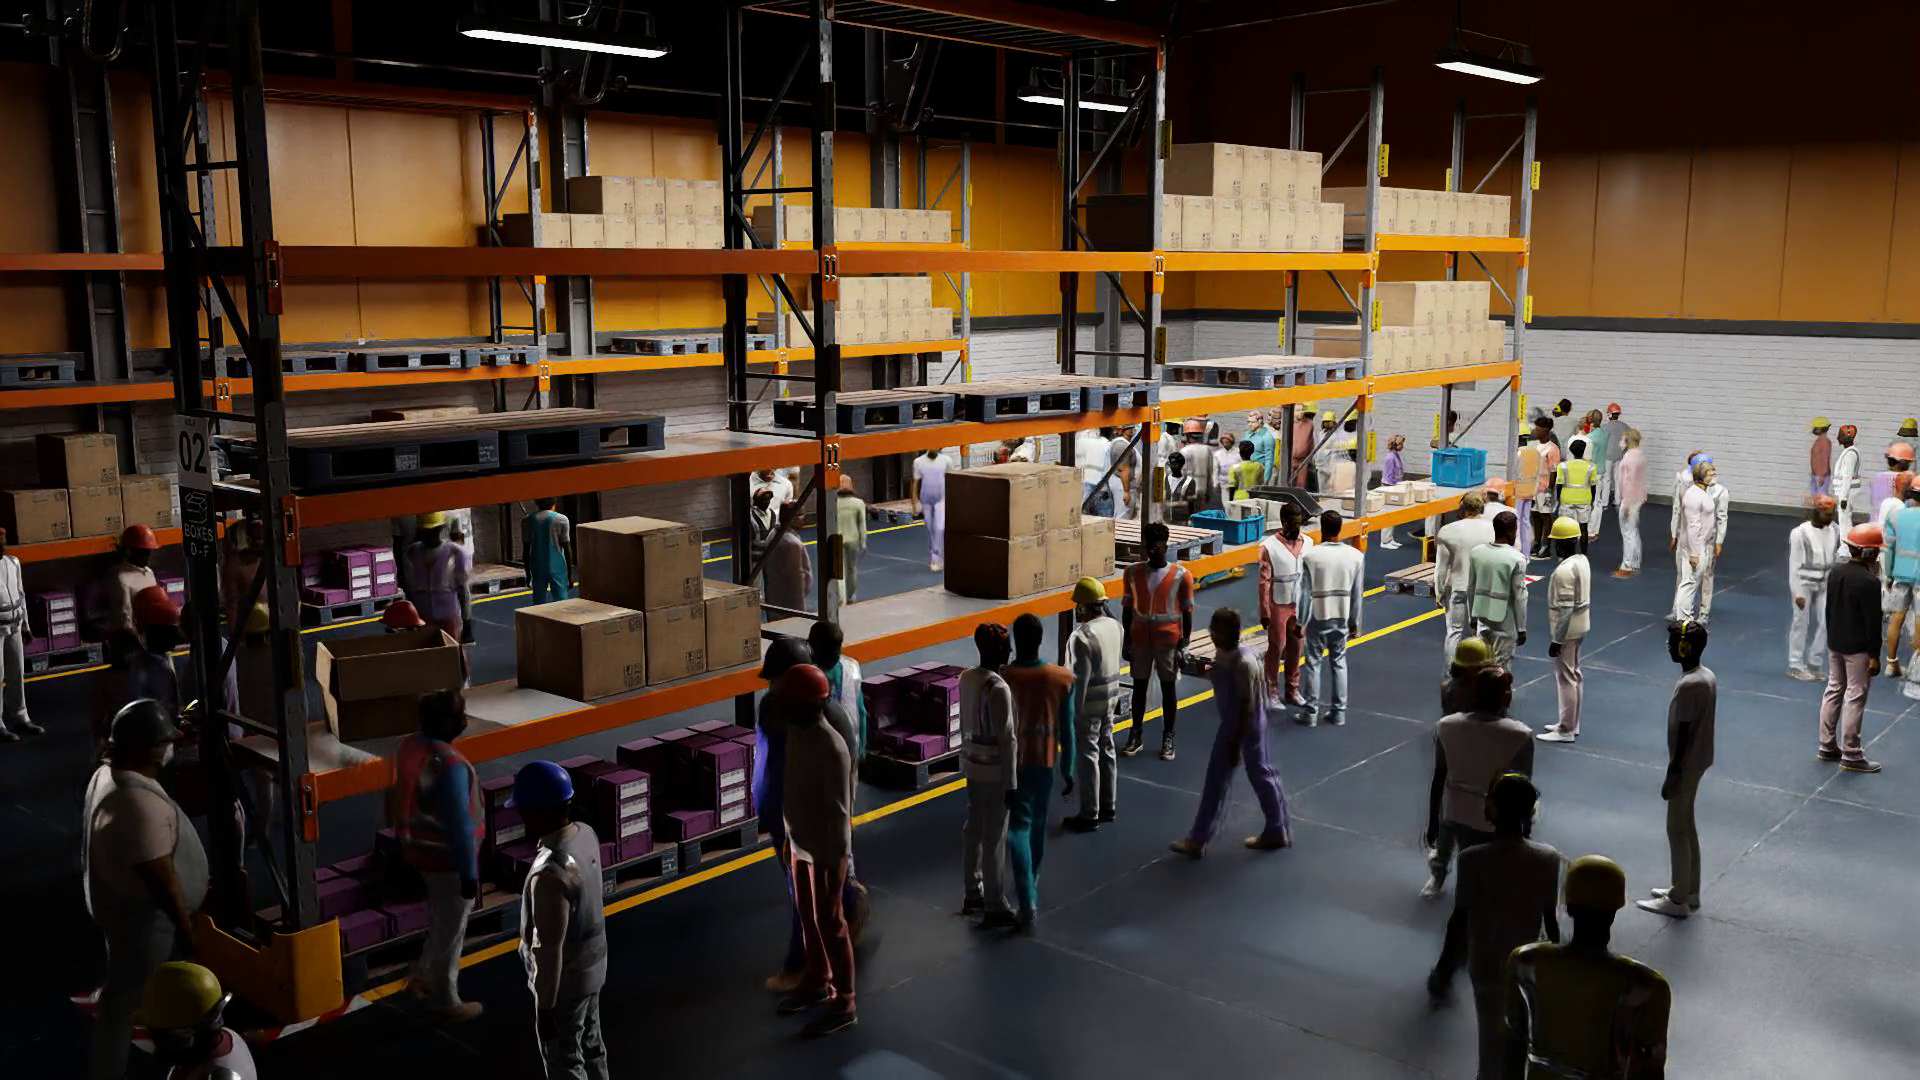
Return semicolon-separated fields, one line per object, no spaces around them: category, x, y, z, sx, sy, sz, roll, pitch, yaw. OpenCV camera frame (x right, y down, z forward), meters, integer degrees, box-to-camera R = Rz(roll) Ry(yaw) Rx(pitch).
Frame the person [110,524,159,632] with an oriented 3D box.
person;-6.536;0.859;13.298;0.392;1.990;0.614;-1;10;-5

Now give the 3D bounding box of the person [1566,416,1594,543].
person;8.967;-0.876;24.121;0.382;1.838;0.571;-1;10;-7

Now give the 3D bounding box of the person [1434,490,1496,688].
person;4.795;0.495;15.678;0.634;1.931;0.359;3;10;16

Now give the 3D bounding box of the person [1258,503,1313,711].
person;2.955;0.600;15.118;0.598;1.907;0.408;-6;11;-30

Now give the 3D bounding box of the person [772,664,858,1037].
person;-0.785;1.618;8.805;0.409;1.984;0.613;-5;11;-30

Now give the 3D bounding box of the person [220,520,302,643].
person;-5.910;0.763;14.163;0.396;1.899;0.649;9;13;43

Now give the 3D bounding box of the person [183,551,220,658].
person;-7.207;0.581;15.839;0.315;1.695;0.541;-8;12;-40

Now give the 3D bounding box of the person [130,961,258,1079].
person;-2.473;2.250;5.479;0.403;1.828;0.597;-4;10;-25

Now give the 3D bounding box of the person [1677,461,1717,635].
person;7.954;0.108;17.948;0.372;1.940;0.632;6;11;30

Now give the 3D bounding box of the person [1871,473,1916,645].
person;9.994;0.217;17.560;0.792;1.847;0.620;3;10;17

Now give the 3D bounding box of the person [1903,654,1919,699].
person;9.167;0.613;15.156;0.604;1.866;0.976;-6;11;-32

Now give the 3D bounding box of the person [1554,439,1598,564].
person;8.270;-0.511;22.352;0.540;1.698;0.317;2;10;13

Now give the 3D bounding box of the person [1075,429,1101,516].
person;1.881;-1.111;25.384;0.537;1.889;0.960;8;12;40

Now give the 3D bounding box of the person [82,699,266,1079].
person;-3.826;1.719;8.020;0.962;2.000;0.707;-7;12;-37

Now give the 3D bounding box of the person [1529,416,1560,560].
person;7.957;-0.712;22.757;0.368;1.966;0.602;-1;10;-6

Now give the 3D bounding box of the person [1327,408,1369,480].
person;5.928;-1.073;25.195;0.978;1.880;0.583;-6;11;-31

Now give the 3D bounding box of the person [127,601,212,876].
person;-5.199;1.359;10.620;0.675;1.891;0.614;-7;12;-36

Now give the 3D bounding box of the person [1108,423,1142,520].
person;2.281;-0.722;22.595;0.539;2.000;0.688;0;10;-2

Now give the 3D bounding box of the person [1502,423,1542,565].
person;7.509;-0.610;22.318;0.596;1.911;0.399;-5;11;-27

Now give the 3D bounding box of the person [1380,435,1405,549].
person;6.128;-0.684;23.595;0.313;1.630;0.524;4;10;21

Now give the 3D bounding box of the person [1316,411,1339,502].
person;5.723;-1.136;25.954;0.294;1.745;0.487;-5;11;-29

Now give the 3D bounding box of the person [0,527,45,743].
person;-8.130;0.786;14.090;0.373;1.879;0.585;2;10;13

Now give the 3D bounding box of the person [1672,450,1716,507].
person;9.606;-0.374;21.764;0.555;1.621;0.410;4;10;21

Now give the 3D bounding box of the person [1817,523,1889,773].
person;7.167;0.853;13.327;0.375;1.995;0.611;-1;10;-6

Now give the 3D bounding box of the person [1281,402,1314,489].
person;5.289;-1.249;26.187;0.646;1.898;0.398;-3;10;-16

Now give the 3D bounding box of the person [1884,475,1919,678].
person;9.273;0.360;16.124;0.377;2.045;0.605;-5;11;-29

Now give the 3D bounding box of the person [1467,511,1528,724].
person;4.675;0.696;14.496;0.376;1.917;0.600;-6;11;-31

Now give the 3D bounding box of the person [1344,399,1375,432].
person;7.004;-1.642;29.182;0.540;1.684;0.537;1;10;6

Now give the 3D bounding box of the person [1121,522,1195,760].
person;1.604;0.818;13.622;0.607;1.966;0.373;4;10;22

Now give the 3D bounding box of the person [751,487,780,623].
person;-2.152;0.227;18.148;0.516;1.632;0.314;-7;12;-37

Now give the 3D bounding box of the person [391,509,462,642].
person;-5.408;0.225;16.939;0.681;2.000;0.535;-3;10;-16

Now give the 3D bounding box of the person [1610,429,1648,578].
person;8.665;-0.466;21.494;0.378;1.906;0.725;6;11;34

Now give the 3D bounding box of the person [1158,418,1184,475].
person;3.050;-0.930;24.212;0.406;1.919;0.587;5;11;26

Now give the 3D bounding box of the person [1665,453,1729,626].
person;8.268;-0.012;18.661;0.396;1.939;0.602;-9;13;-44

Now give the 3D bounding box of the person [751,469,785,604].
person;-2.287;-0.167;19.630;0.367;1.932;0.622;7;12;35

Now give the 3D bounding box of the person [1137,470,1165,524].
person;2.294;-0.049;19.881;0.486;1.600;0.531;-4;10;-21

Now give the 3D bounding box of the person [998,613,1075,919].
person;0.426;1.402;10.439;0.604;1.881;0.978;-1;10;-7

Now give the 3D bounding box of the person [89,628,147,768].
person;-5.564;1.389;11.204;0.498;1.634;0.278;-8;13;-41

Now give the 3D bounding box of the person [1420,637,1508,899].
person;3.337;1.429;10.774;0.487;1.699;0.883;9;13;43

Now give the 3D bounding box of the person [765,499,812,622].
person;-1.552;0.569;15.303;0.399;1.905;0.643;-5;11;-25

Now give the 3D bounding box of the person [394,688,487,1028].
person;-2.729;1.683;8.851;0.440;1.832;0.648;-8;13;-41
